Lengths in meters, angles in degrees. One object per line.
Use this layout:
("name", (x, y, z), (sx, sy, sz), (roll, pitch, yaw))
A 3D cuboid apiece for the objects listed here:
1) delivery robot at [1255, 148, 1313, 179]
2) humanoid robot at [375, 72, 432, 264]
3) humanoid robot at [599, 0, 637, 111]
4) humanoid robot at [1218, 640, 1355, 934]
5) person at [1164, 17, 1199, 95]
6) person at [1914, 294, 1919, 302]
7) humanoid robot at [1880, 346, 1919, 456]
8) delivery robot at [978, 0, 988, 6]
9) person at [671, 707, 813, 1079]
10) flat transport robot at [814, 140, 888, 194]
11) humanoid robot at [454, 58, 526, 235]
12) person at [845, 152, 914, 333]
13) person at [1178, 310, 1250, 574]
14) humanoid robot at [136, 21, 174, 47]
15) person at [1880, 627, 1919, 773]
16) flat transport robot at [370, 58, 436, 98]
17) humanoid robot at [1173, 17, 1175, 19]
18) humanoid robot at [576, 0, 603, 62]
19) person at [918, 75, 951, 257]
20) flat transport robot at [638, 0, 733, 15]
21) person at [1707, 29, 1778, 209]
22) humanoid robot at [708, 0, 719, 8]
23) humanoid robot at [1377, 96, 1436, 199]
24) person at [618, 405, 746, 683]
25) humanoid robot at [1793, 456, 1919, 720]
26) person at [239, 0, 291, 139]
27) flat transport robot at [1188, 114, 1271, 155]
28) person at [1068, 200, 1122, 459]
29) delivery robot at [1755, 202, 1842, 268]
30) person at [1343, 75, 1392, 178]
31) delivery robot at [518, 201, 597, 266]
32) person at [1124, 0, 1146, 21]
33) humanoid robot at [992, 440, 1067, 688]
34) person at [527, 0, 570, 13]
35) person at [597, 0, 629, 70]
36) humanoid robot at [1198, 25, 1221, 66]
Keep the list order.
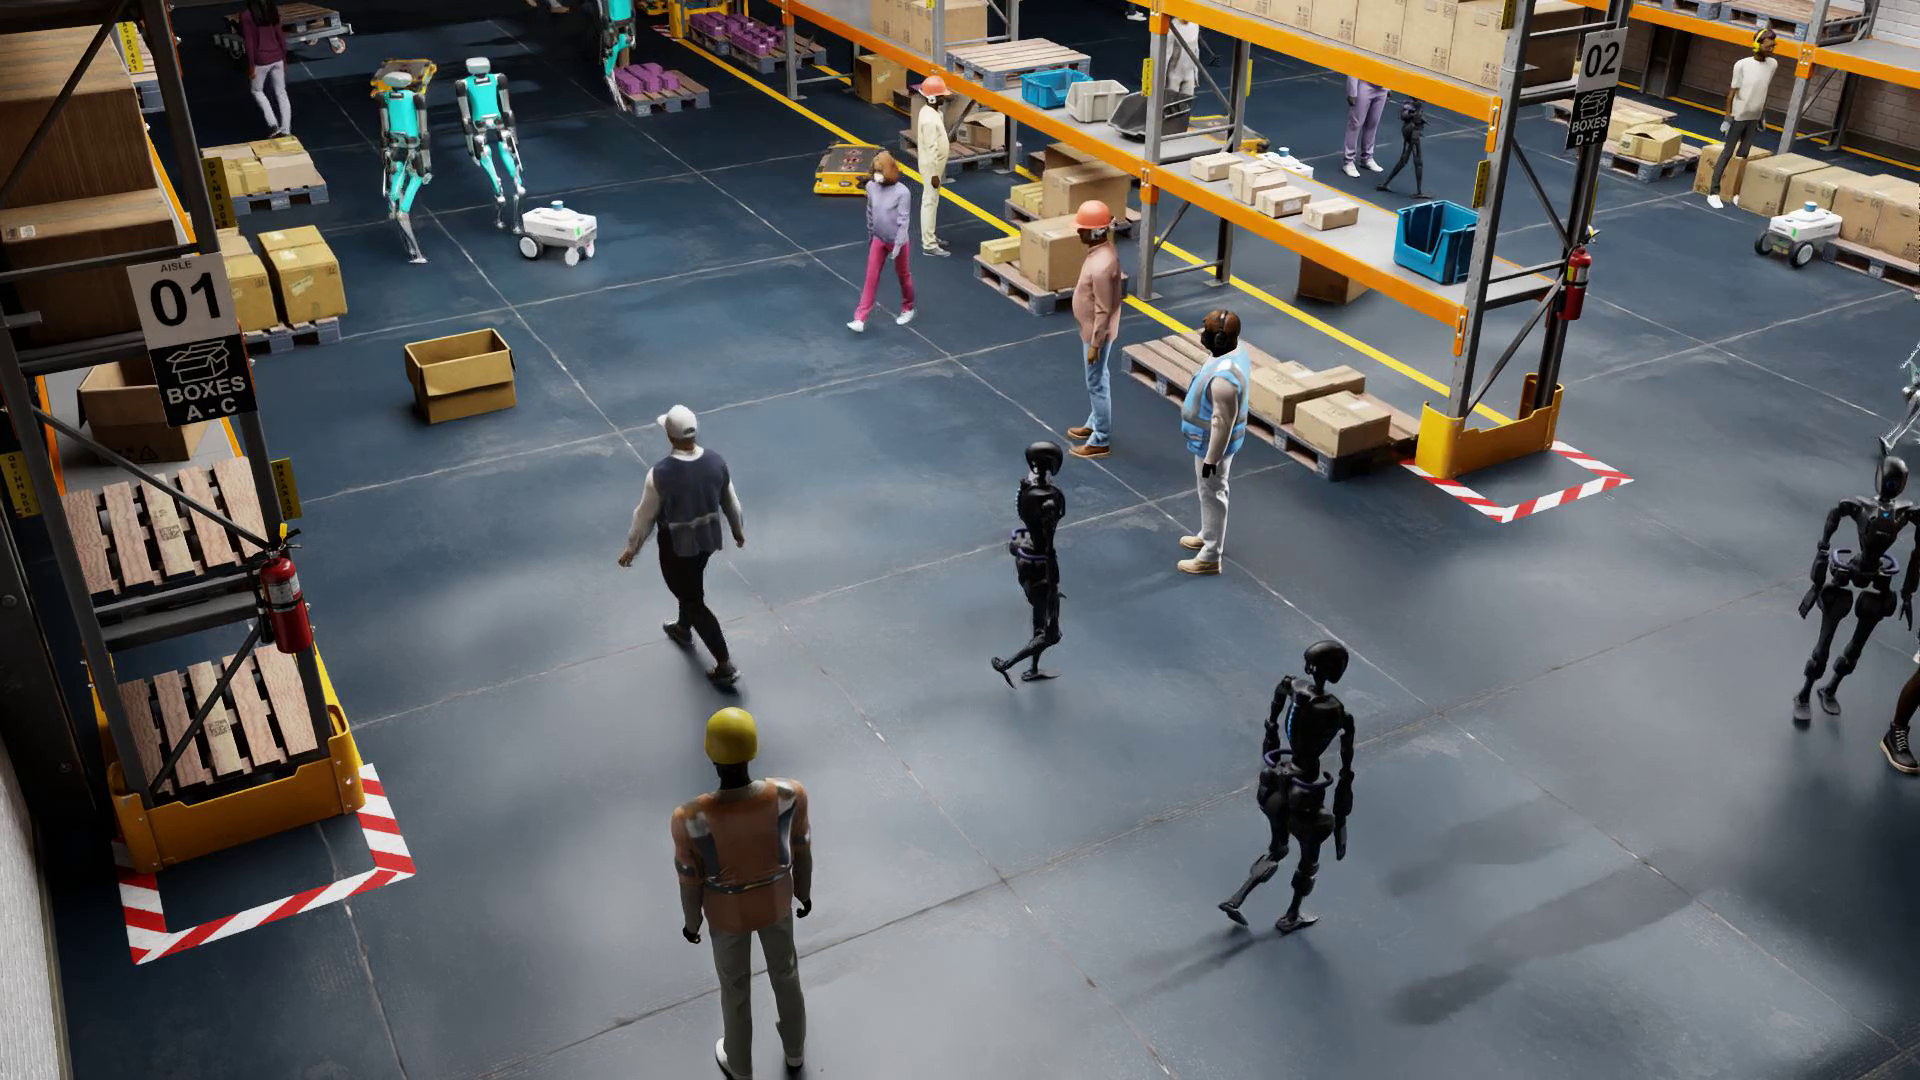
("delivery robot", (3.464, -3.937, 17.976), (0.499, 0.595, 0.792), (-17, 34, -27))
("humanoid robot", (-5.460, -3.555, 16.138), (0.601, 1.781, 0.865), (9, 31, 15))
("humanoid robot", (-4.408, -6.316, 20.961), (0.802, 1.805, 0.542), (21, 36, 32))
("humanoid robot", (1.555, 1.228, 7.870), (0.541, 1.624, 0.608), (-18, 34, -28))
("person", (2.509, -5.315, 19.047), (0.583, 1.885, 0.388), (-19, 35, -30))
("person", (9.252, -2.763, 14.897), (0.782, 1.578, 0.475), (16, 33, 25))
("humanoid robot", (7.386, -1.429, 12.490), (0.886, 1.845, 0.554), (-8, 31, -14))
("delivery robot", (0.063, -8.654, 26.168), (0.750, 0.575, 0.499), (-8, 31, -14))
("person", (-0.908, 1.531, 7.080), (0.585, 1.928, 0.367), (-11, 32, -19))
("flat transport robot", (-1.213, -4.188, 18.699), (0.659, 0.231, 1.431), (2, 30, 4))
("humanoid robot", (-4.650, -3.896, 16.724), (0.550, 1.777, 0.794), (-16, 33, -25))
("person", (-0.674, -2.577, 14.563), (0.510, 1.587, 0.853), (17, 34, 27))
("person", (1.661, -0.648, 10.959), (0.429, 1.842, 0.633), (6, 30, 10))
("humanoid robot", (-10.637, -6.741, 21.771), (0.790, 1.621, 0.608), (22, 37, 33))
("person", (5.495, 0.411, 9.000), (0.604, 1.959, 0.367), (-3, 30, -5))
("flat transport robot", (-7.393, -6.143, 22.103), (0.659, 0.231, 1.431), (-4, 30, -7))
("humanoid robot", (2.773, -6.732, 21.743), (0.891, 1.847, 0.555), (6, 30, 9))
("humanoid robot", (-5.188, -7.493, 23.039), (0.395, 1.637, 0.611), (-11, 32, -18))
("person", (-0.251, -3.674, 16.314), (0.326, 1.752, 0.562), (-1, 30, -2))
("flat transport robot", (-4.282, -8.464, 26.143), (1.431, 0.231, 0.659), (-12, 32, -19))
("person", (8.282, -4.432, 17.522), (0.533, 1.867, 0.315), (-8, 31, -13))
("humanoid robot", (-3.793, -8.790, 25.322), (0.770, 1.852, 0.549), (-10, 31, -16))
("humanoid robot", (4.914, -4.511, 17.885), (0.651, 1.641, 0.586), (7, 31, 12))
("person", (-1.614, 0.015, 9.925), (0.877, 1.722, 0.750), (26, 39, 37))
("humanoid robot", (5.149, 0.297, 9.479), (0.589, 1.655, 0.380), (8, 31, 13))
("person", (-8.173, -5.663, 19.589), (0.503, 1.938, 0.517), (25, 38, 36))
("flat transport robot", (3.093, -4.768, 19.711), (0.659, 0.231, 1.431), (-9, 31, -15))
("person", (0.993, -1.569, 12.414), (0.399, 1.989, 0.621), (2, 30, 4))
("delivery robot", (8.302, -3.022, 16.389), (0.772, 0.601, 0.525), (-14, 33, -23))
("person", (4.573, -5.019, 18.505), (0.647, 1.907, 0.412), (-18, 34, -28))
("delivery robot", (-3.963, -3.050, 16.425), (0.741, 0.587, 0.525), (13, 32, 21))
("person", (2.690, -8.862, 25.252), (0.340, 1.847, 0.506), (0, 30, -1))
("humanoid robot", (0.414, 0.144, 9.754), (0.439, 1.646, 0.591), (-5, 30, -9))
("person", (-6.466, -9.058, 25.617), (0.620, 1.823, 0.635), (-6, 30, -10))
("person", (-4.502, -6.832, 21.812), (0.329, 1.751, 0.568), (19, 35, 29))
("humanoid robot", (3.235, -7.287, 22.713), (0.714, 1.634, 0.609), (10, 31, 17))
